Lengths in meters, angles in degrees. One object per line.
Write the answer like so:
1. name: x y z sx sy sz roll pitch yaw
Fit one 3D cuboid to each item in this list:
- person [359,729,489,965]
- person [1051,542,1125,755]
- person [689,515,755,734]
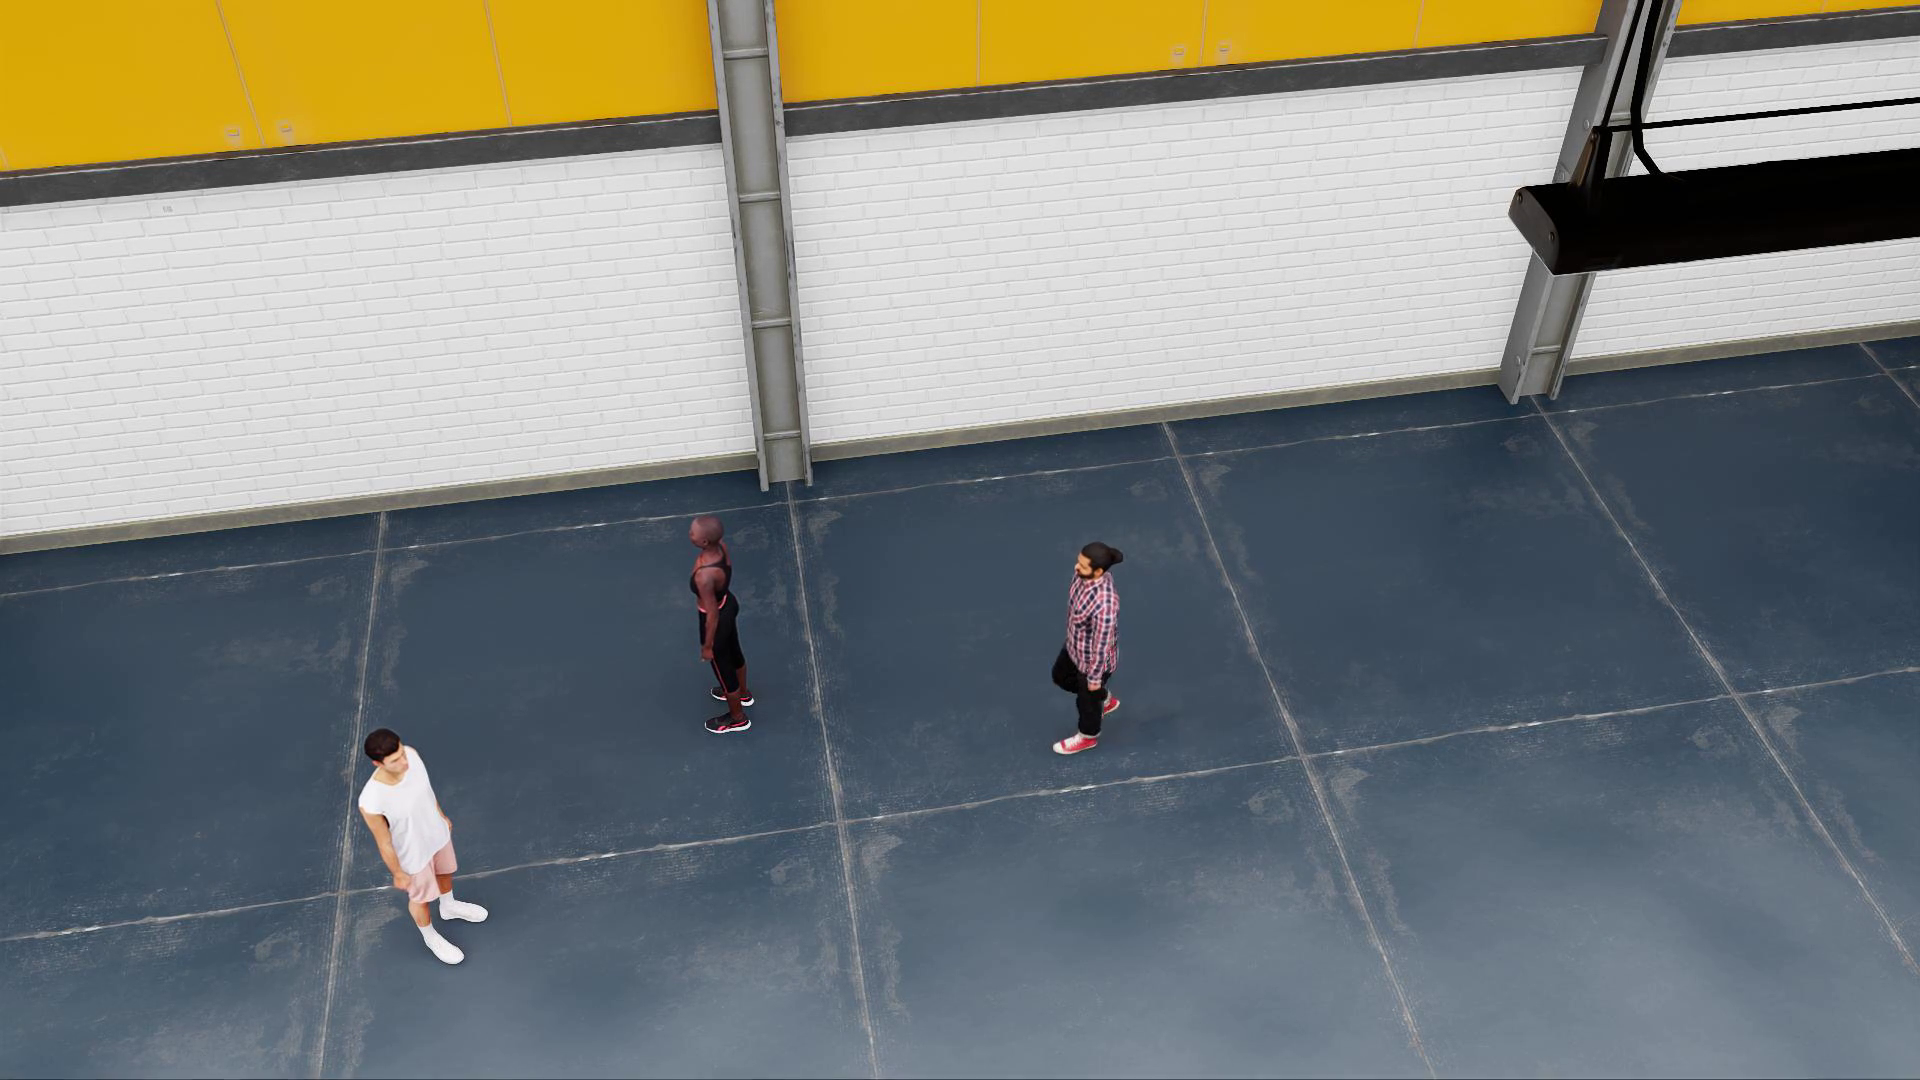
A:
1. person: -2.993 1.641 9.141 0.723 1.788 0.728 12 45 12
2. person: 0.866 0.663 10.195 0.752 1.749 0.734 -12 45 -12
3. person: -1.491 0.509 10.350 0.609 1.758 0.646 3 44 3
